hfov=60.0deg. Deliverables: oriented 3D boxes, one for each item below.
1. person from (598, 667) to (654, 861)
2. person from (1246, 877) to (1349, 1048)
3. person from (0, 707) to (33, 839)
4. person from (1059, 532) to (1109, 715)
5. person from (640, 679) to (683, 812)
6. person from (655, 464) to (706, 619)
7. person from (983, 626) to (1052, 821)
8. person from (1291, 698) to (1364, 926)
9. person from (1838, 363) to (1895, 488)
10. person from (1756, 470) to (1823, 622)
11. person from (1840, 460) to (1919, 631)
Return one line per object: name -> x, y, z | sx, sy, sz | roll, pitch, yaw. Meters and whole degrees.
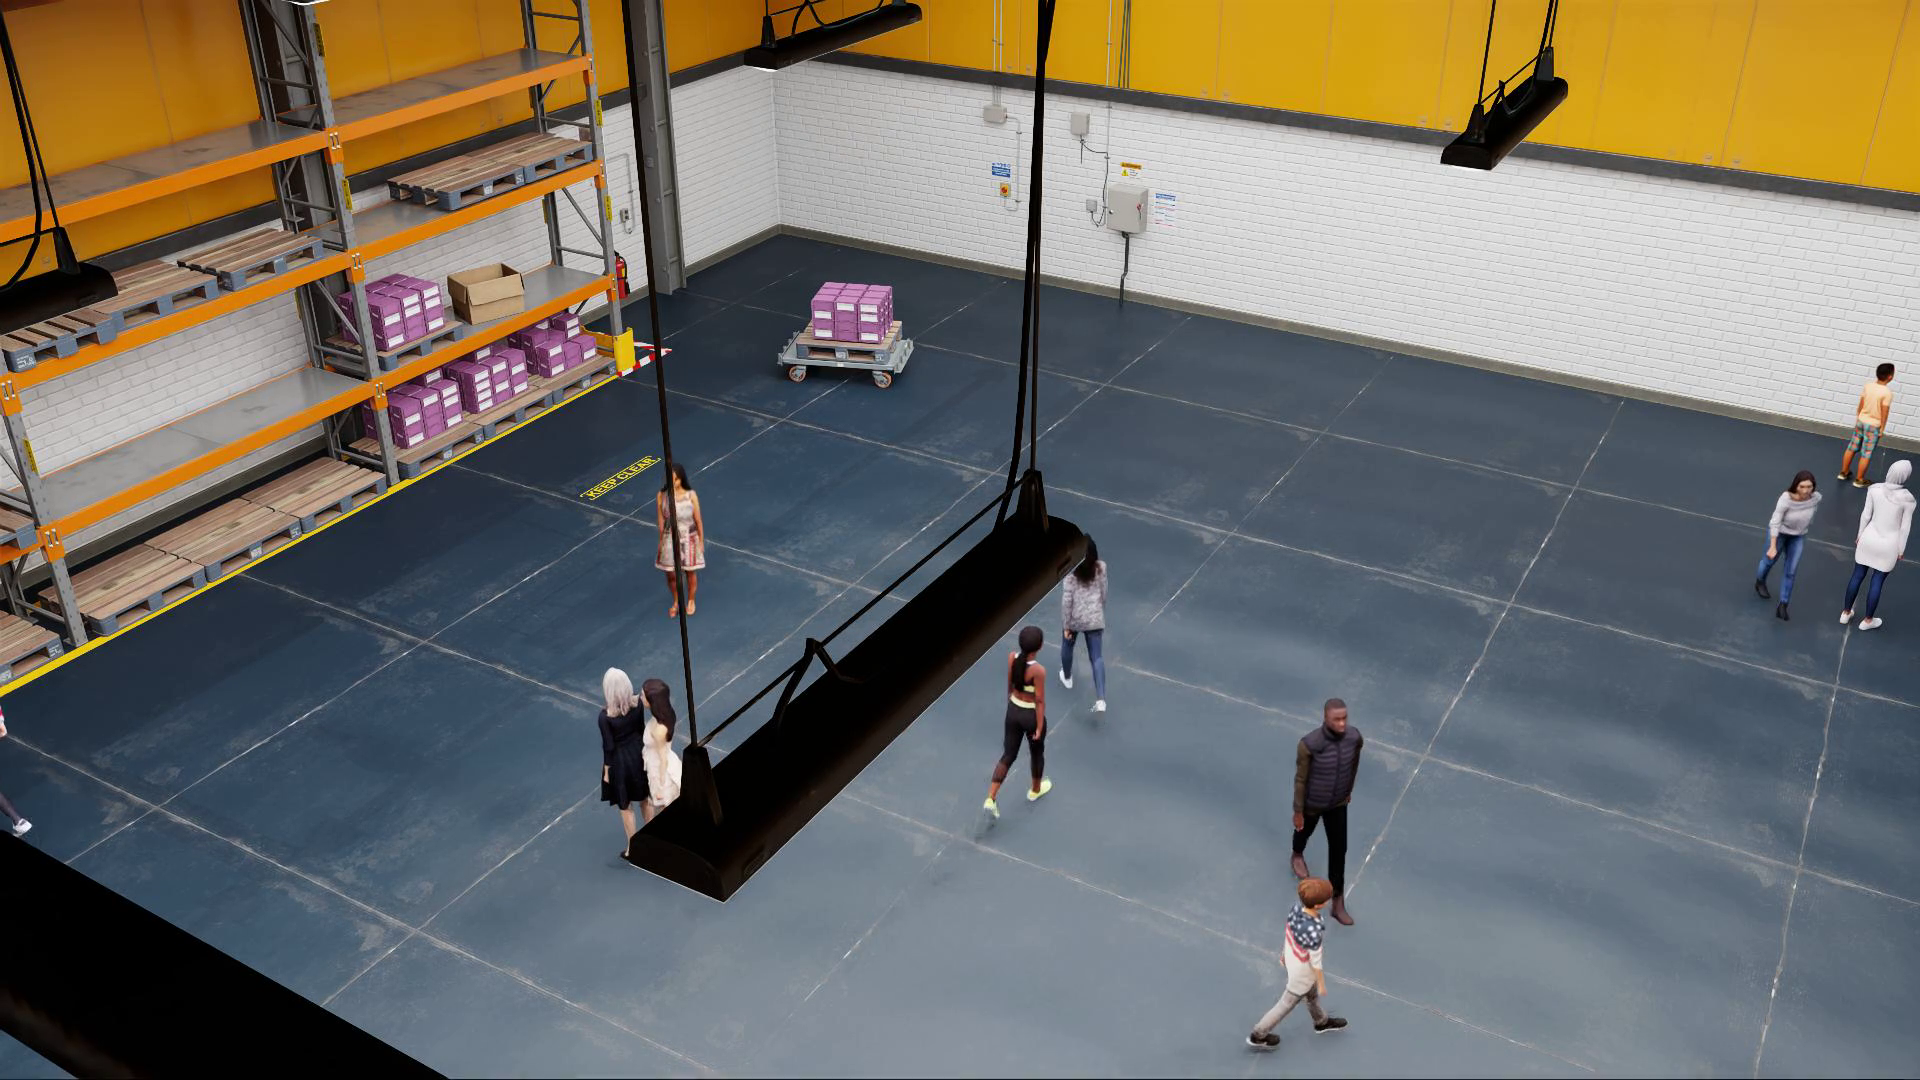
person -> -2.597, 1.742, 12.935 | 0.704, 1.746, 0.568 | 23, 36, 35
person -> 2.247, 2.877, 11.209 | 0.963, 1.407, 0.967 | -5, 29, -9
person -> -7.782, 1.595, 13.182 | 0.755, 1.768, 1.106 | 17, 33, 28
person -> 1.134, 0.750, 14.798 | 1.086, 1.703, 1.184 | -6, 29, -10
person -> -2.266, 1.812, 12.819 | 0.729, 1.735, 0.637 | -2, 29, -4
person -> -2.714, -0.040, 16.319 | 0.796, 1.634, 0.842 | -1, 29, -2
person -> 0.461, 1.489, 13.415 | 0.638, 1.730, 1.077 | 20, 34, 32
person -> 2.696, 1.930, 12.554 | 1.198, 1.782, 1.266 | -7, 29, -12
person -> 10.304, -1.317, 18.844 | 0.623, 1.459, 0.593 | -13, 31, -23
person -> 8.117, -0.039, 16.381 | 0.908, 1.573, 1.095 | -2, 29, -4
person -> 8.855, 0.041, 16.022 | 0.645, 1.776, 0.676 | -21, 35, -34
